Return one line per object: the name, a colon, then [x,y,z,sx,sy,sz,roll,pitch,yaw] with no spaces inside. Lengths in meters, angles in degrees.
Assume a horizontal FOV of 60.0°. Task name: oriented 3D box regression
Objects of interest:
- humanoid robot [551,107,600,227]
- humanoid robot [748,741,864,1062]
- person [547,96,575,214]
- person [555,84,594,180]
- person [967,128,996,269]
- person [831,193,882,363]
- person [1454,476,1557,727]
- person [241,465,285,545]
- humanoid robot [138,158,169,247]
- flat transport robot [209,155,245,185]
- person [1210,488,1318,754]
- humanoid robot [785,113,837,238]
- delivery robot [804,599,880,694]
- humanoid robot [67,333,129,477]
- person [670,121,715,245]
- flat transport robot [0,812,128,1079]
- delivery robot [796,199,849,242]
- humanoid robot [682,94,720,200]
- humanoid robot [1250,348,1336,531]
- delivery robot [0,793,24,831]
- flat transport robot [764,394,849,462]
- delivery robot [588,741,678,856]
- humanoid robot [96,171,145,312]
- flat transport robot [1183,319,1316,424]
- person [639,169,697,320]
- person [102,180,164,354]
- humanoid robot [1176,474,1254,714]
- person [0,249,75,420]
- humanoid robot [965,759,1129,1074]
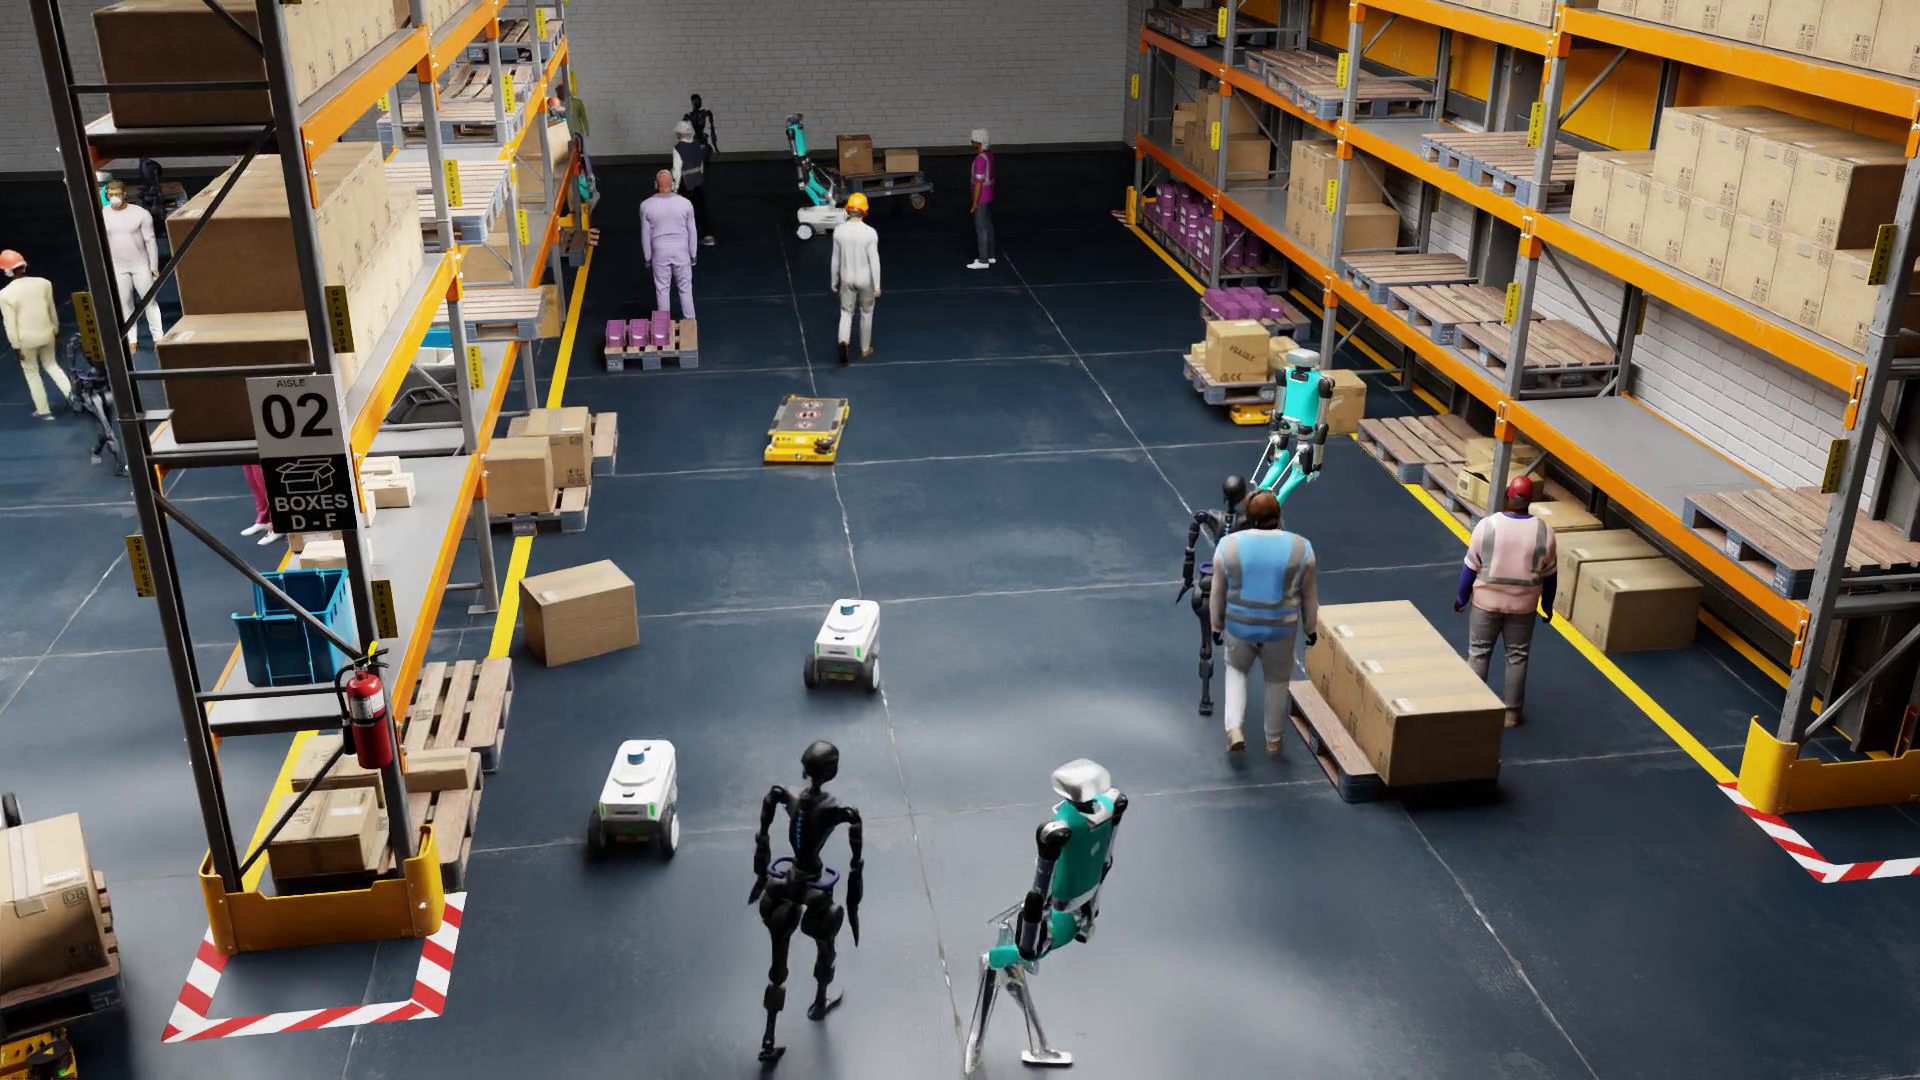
humanoid robot: [-5.479,-5.363,24.072,0.724,1.784,0.540,-2,24,-5]
humanoid robot: [-0.783,1.748,8.016,0.629,1.650,0.678,9,25,19]
person: [-6.001,-5.751,24.926,0.559,1.754,0.319,1,24,3]
person: [-6.308,-6.625,27.101,0.335,1.600,0.563,22,32,40]
person: [0.293,-4.534,22.052,0.315,1.841,0.520,7,25,16]
person: [-1.148,-2.846,18.170,0.579,1.870,0.739,5,24,10]
person: [3.575,0.401,10.917,0.622,1.751,0.420,6,24,12]
person: [-5.856,-0.759,13.707,0.281,1.631,0.501,-21,31,-40]
humanoid robot: [-10.814,-4.545,22.324,0.745,1.627,0.609,-21,31,-39]
flat transport robot: [-10.528,-4.894,24.827,1.431,0.231,0.659,-5,24,-11]
person: [1.911,0.551,10.496,0.678,1.827,0.482,5,24,12]
humanoid robot: [-2.052,-5.127,23.603,0.813,1.814,0.540,5,24,12]
delivery robot: [-0.790,0.719,11.681,0.499,0.592,0.771,3,24,8]
humanoid robot: [-7.893,-1.386,15.157,0.741,1.627,0.587,13,27,27]
person: [-3.819,-4.995,23.260,0.916,1.706,0.778,16,28,32]
flat transport robot: [-4.852,2.346,8.333,0.659,0.231,1.431,-13,27,-27]
delivery robot: [-1.965,-4.543,23.695,0.816,0.612,0.499,2,24,4]
humanoid robot: [-4.038,-6.115,25.864,0.610,1.640,0.453,-15,28,-31]
humanoid robot: [2.539,-0.654,13.184,0.735,1.671,0.533,-20,31,-38]
delivery robot: [-5.686,1.638,9.551,0.499,0.564,0.737,-14,27,-28]
flat transport robot: [-1.473,-1.089,16.160,0.659,0.231,1.431,1,24,2]
delivery robot: [-1.909,1.520,9.879,0.499,0.611,0.814,0,24,0]
humanoid robot: [-10.106,-3.526,20.027,0.549,1.901,0.703,2,24,4]
flat transport robot: [2.970,-1.505,17.107,0.659,0.231,1.431,-3,24,-7]
person: [-3.343,-3.307,19.176,0.639,1.909,0.410,-4,24,-10]
person: [-9.232,-3.033,18.514,0.629,1.940,0.373,-6,24,-13]
humanoid robot: [1.768,0.311,11.266,0.597,1.631,0.761,6,24,12]
person: [-9.123,-2.010,16.423,0.513,1.737,0.568,14,27,28]
humanoid robot: [0.308,1.756,7.860,0.869,1.780,0.589,21,31,40]
